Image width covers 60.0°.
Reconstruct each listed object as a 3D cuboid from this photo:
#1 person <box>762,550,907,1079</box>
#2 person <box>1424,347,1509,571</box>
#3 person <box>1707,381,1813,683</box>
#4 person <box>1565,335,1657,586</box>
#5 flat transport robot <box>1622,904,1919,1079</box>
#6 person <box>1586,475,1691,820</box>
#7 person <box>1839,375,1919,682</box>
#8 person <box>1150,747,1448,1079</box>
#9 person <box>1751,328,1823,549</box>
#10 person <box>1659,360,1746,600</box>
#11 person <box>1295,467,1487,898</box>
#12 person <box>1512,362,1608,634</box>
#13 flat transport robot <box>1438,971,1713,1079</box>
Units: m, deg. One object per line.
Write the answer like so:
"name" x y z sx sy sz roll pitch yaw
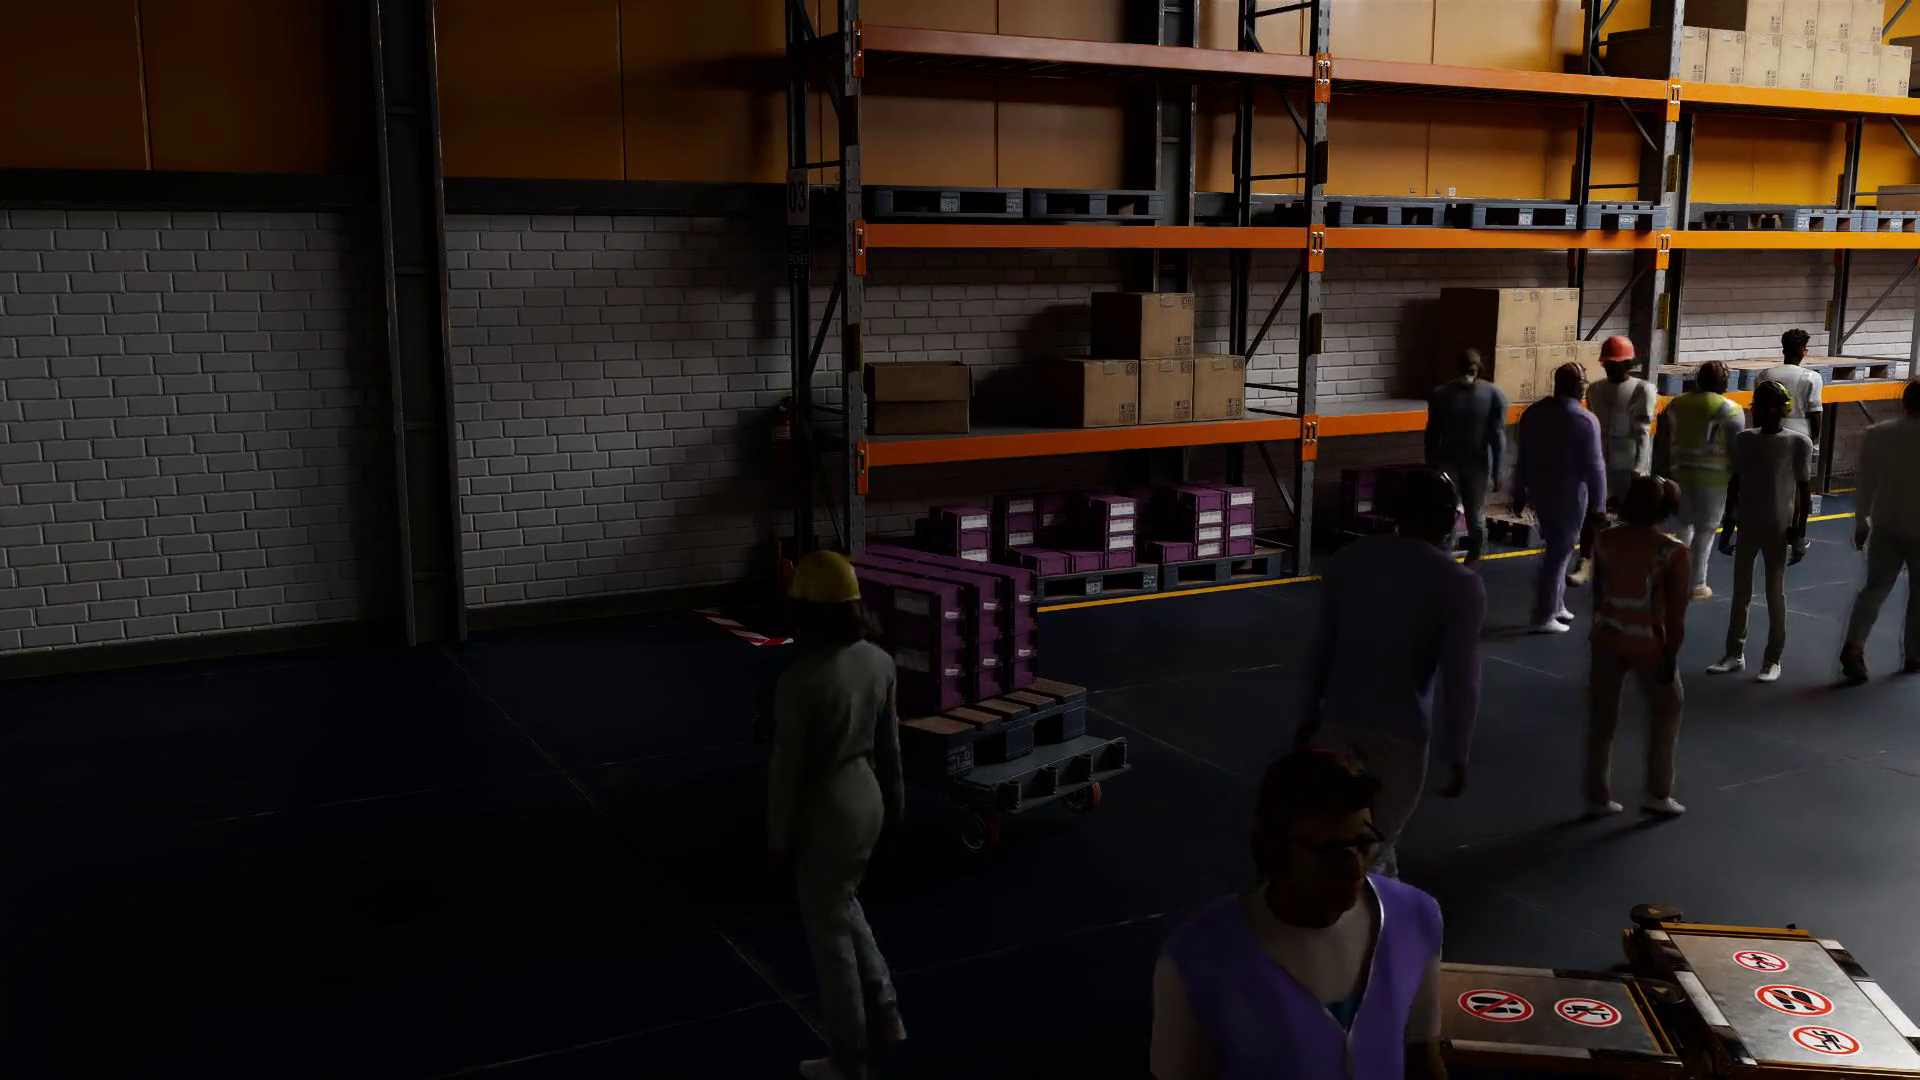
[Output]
"person" -0.409 0.890 5.226 0.383 1.730 0.488 7 12 34
"person" 4.029 -0.590 13.243 0.664 1.908 0.692 5 11 27
"person" 4.950 -0.053 10.254 0.309 1.864 0.535 -8 13 -38
"person" 5.265 -0.640 13.284 0.940 2.003 0.597 -9 13 -41
"flat transport robot" 2.708 1.571 5.491 0.652 0.197 1.431 1 10 8
"person" 3.169 0.504 7.752 0.566 1.619 0.529 -8 12 -38
"person" 5.791 -0.067 10.226 0.916 1.909 0.637 -8 12 -37
"person" 0.585 1.220 3.115 0.562 1.805 0.943 -5 11 -26
"person" 7.384 -0.904 14.863 0.367 1.966 0.606 -8 13 -40
"person" 5.646 -0.449 12.633 0.451 1.829 0.656 -7 12 -34
"person" 1.600 0.680 6.018 0.937 1.877 0.645 -8 12 -38
"person" 4.247 -0.292 11.557 0.700 1.885 0.686 -5 11 -26
"flat transport robot" 1.642 1.591 5.375 1.431 0.197 0.652 2 10 9
